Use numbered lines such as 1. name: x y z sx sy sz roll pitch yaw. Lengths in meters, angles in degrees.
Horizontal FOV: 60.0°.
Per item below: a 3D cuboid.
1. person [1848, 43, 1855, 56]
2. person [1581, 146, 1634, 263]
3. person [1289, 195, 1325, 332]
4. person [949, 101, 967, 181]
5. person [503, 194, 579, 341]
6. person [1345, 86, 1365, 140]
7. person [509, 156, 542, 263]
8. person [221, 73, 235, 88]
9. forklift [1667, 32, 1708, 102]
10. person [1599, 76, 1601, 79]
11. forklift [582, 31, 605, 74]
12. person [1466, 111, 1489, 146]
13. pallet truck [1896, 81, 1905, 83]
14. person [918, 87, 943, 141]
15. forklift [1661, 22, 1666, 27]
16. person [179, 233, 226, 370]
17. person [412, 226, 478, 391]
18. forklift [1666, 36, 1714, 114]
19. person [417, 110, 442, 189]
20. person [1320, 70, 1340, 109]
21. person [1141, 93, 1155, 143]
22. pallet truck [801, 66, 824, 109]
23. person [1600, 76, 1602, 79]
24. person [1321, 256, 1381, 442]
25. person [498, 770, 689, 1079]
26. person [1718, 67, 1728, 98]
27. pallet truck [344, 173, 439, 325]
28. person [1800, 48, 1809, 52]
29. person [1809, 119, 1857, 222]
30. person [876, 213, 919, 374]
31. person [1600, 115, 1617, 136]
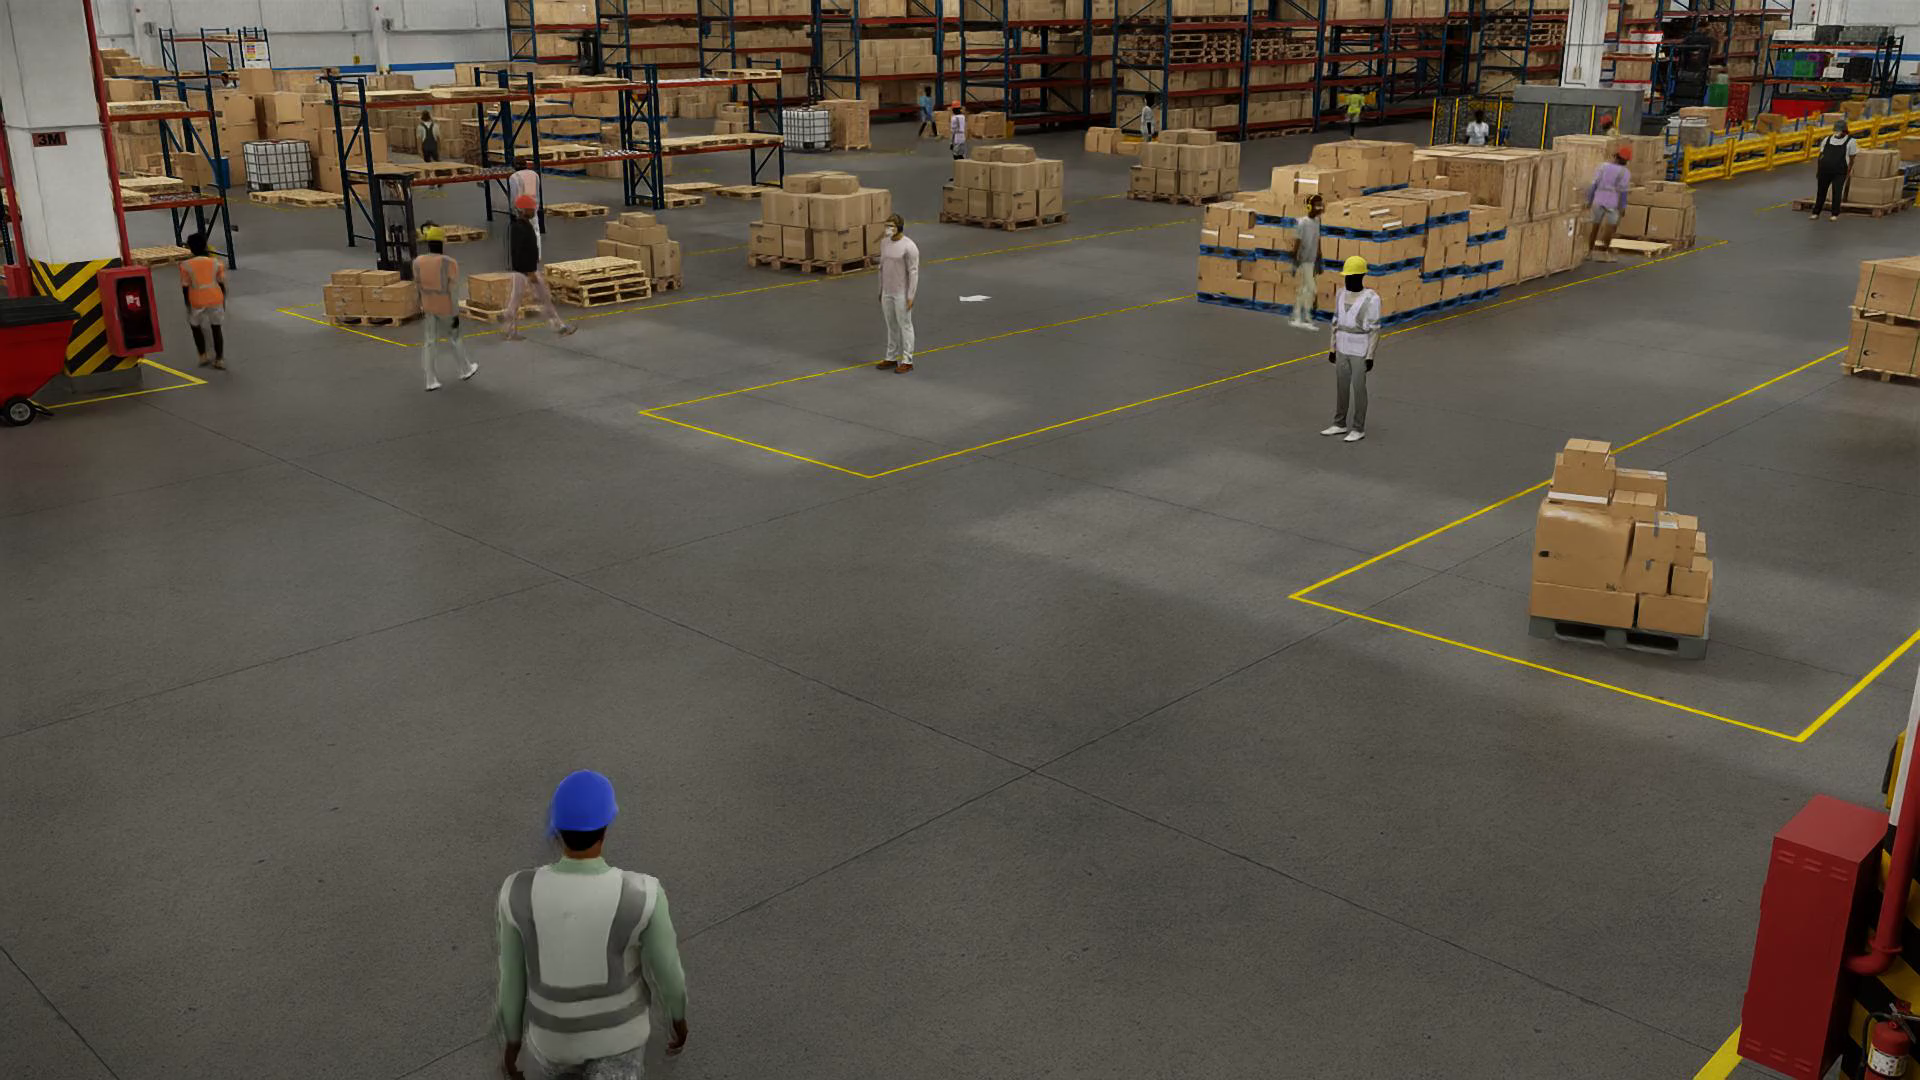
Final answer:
1. person: 44.215 -23.761 82.879 0.759 1.909 0.565 15 23 37
2. person: 11.091 -5.772 28.587 0.417 1.996 0.791 -14 23 -37
3. person: 4.853 -3.794 22.816 0.685 1.848 0.570 15 24 38
4. person: -0.072 -9.731 40.599 0.388 1.930 0.539 11 21 30
5. person: -5.679 -3.598 22.085 1.026 1.936 0.620 3 19 9
6. person: 12.209 -13.191 51.426 0.556 1.641 0.873 10 21 27
7. person: -7.409 -5.604 28.302 0.430 1.836 0.624 11 22 31
8. person: -23.729 -14.190 54.060 0.580 1.911 0.396 12 22 32
9. forklift: 30.117 -19.510 68.562 1.129 2.768 1.873 17 25 41
10. person: 22.136 -15.577 58.235 0.641 1.908 0.407 14 23 36
11. forklift: -15.195 -19.677 69.064 1.129 2.768 1.873 17 25 41
12. person: 12.762 -9.724 40.988 0.549 1.642 0.858 -2 18 -7
13. pallet truck: 34.802 -16.331 61.455 0.653 1.274 1.630 17 25 41
14. person: -0.966 -13.115 51.220 0.854 1.646 0.540 16 24 39
15. forklift: 37.319 -26.328 89.103 1.873 2.768 1.129 17 25 41
16. person: -9.297 -2.928 20.483 0.535 1.686 0.425 -13 23 -35
17. person: -6.121 -2.753 19.646 0.591 1.872 0.960 3 19 9
18. forklift: 27.341 -17.291 61.877 1.129 2.768 1.873 17 25 41
19. person: -12.398 -9.127 38.910 0.541 1.834 0.542 -10 21 -27
20. person: 13.729 -16.692 61.627 0.818 1.899 0.557 -10 21 -28
21. person: 4.857 -10.527 42.926 0.361 1.964 0.616 -1 18 -4
22. pallet truck: -4.812 -15.182 56.903 0.823 1.965 1.885 -9 21 -26
23. person: 20.958 -14.207 54.250 0.727 1.815 0.593 -17 25 -41
24. person: 4.055 -1.980 17.238 0.383 1.924 0.594 -12 22 -33
25. person: -1.314 1.709 6.145 0.658 1.904 0.915 1 18 2
26. person: 29.659 -17.572 64.696 0.397 1.622 0.508 -8 20 -23
27. pallet truck: -8.209 -4.181 23.757 0.823 1.965 1.885 3 19 9
28. person: 41.626 -23.477 82.009 0.629 1.922 0.674 6 19 18
29. person: 17.638 -7.466 33.588 0.676 2.000 0.536 16 24 40
30. person: -0.769 -3.013 20.332 0.371 1.940 0.627 -17 25 -42
31. person: 14.378 -8.514 37.037 1.066 1.848 0.578 9 21 26
